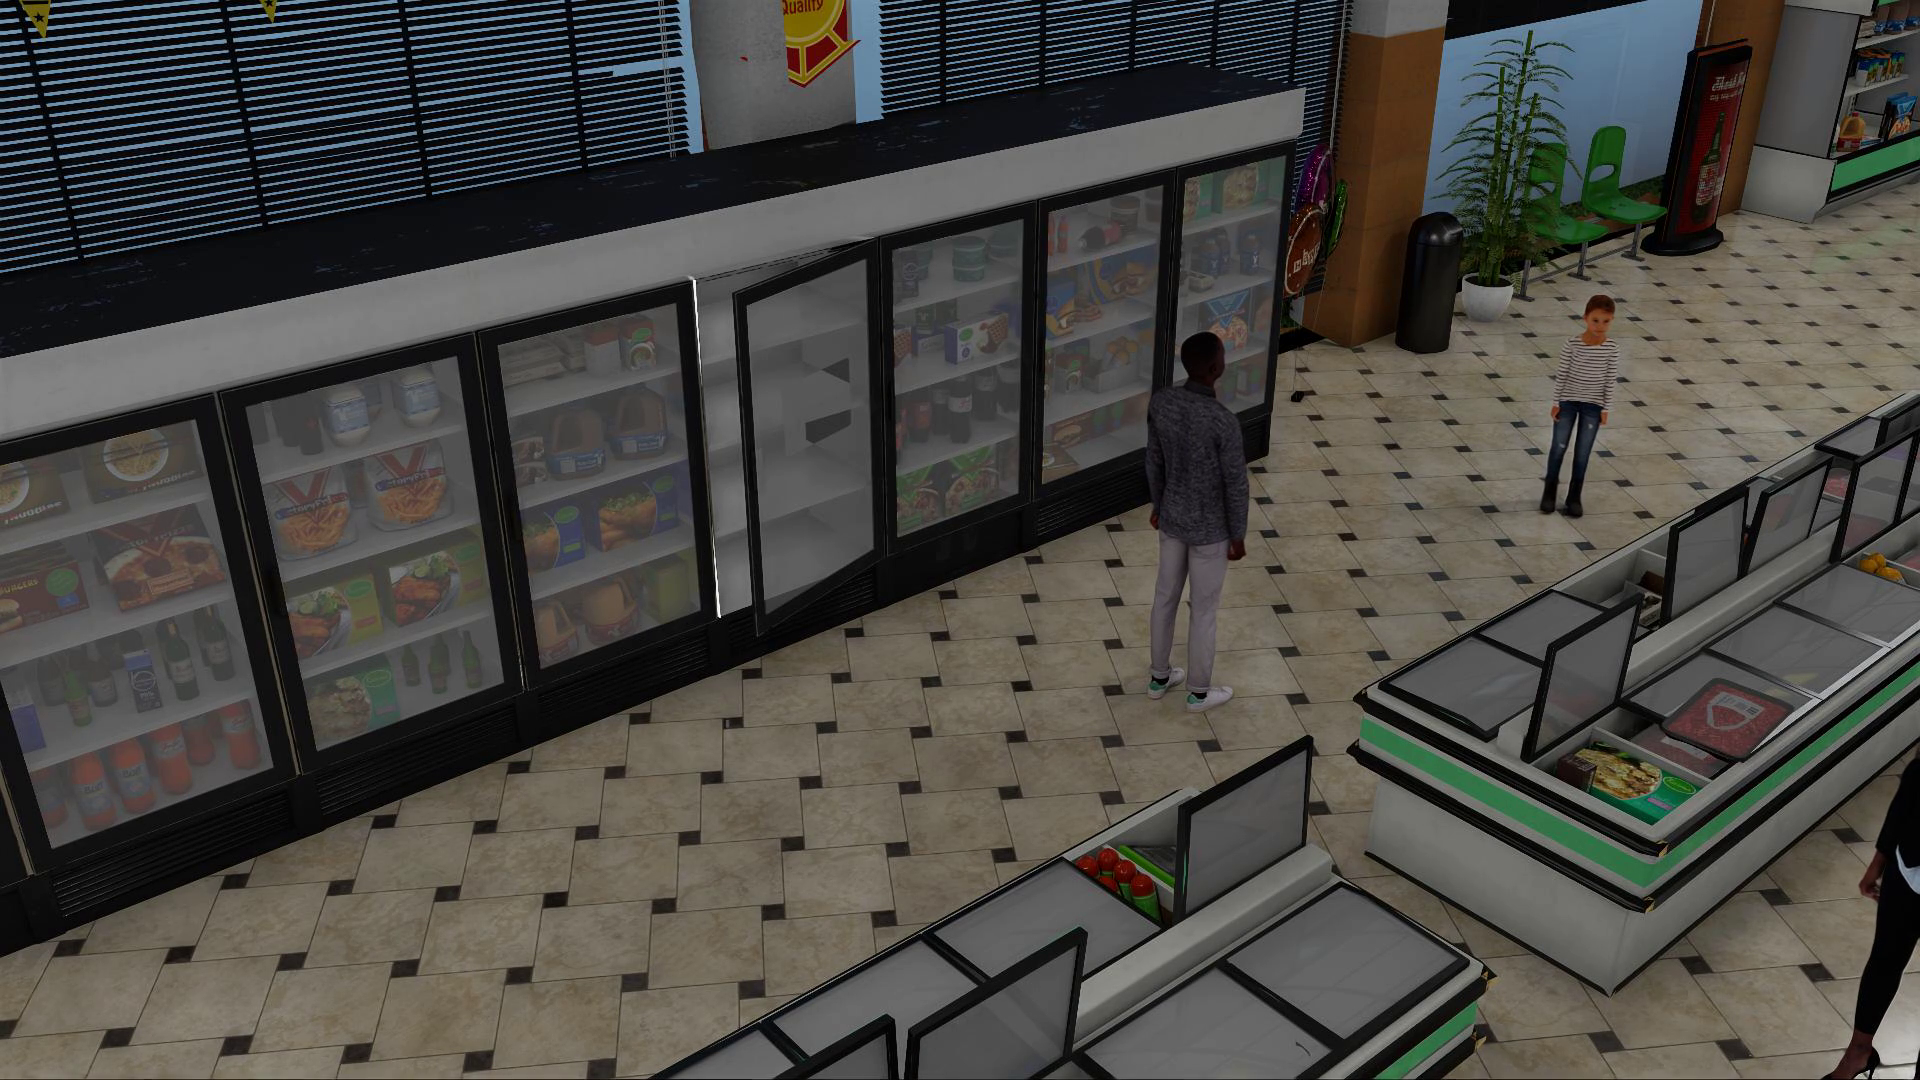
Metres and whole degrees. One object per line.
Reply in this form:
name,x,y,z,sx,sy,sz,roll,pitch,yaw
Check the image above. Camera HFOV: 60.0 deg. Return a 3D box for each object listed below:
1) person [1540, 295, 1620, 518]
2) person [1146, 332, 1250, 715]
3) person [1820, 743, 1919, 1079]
person,3.562,-0.778,9.549,0.561,1.314,0.613,7,28,13
person,1.057,-0.073,7.578,0.700,1.839,0.583,23,35,38
person,3.090,1.120,5.231,0.616,1.834,0.665,-11,29,-20
